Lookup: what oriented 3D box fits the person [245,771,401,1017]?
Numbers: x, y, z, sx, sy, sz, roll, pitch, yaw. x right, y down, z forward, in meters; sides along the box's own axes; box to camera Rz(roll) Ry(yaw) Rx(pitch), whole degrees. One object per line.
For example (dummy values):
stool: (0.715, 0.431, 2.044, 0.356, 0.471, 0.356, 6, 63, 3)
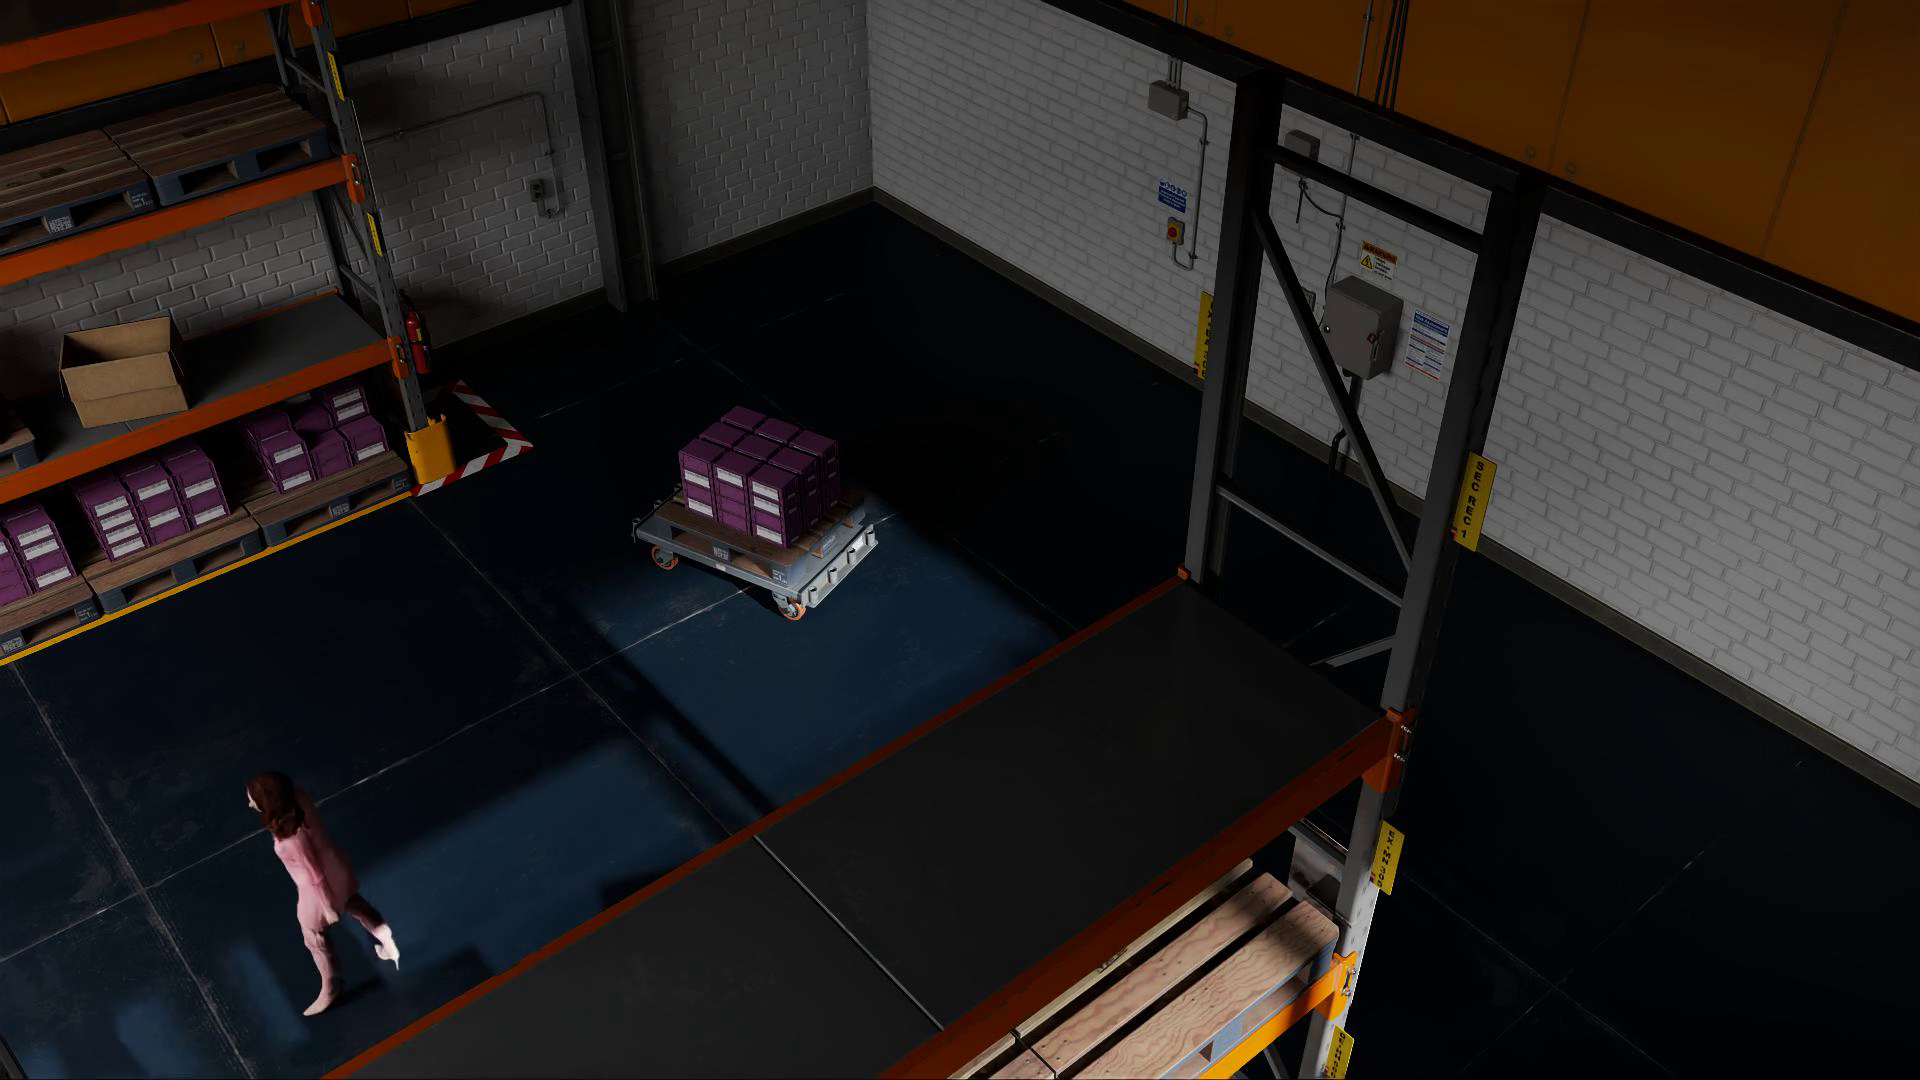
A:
person: (-3.423, 1.845, 9.099, 0.895, 1.770, 0.803, -6, 39, -7)
